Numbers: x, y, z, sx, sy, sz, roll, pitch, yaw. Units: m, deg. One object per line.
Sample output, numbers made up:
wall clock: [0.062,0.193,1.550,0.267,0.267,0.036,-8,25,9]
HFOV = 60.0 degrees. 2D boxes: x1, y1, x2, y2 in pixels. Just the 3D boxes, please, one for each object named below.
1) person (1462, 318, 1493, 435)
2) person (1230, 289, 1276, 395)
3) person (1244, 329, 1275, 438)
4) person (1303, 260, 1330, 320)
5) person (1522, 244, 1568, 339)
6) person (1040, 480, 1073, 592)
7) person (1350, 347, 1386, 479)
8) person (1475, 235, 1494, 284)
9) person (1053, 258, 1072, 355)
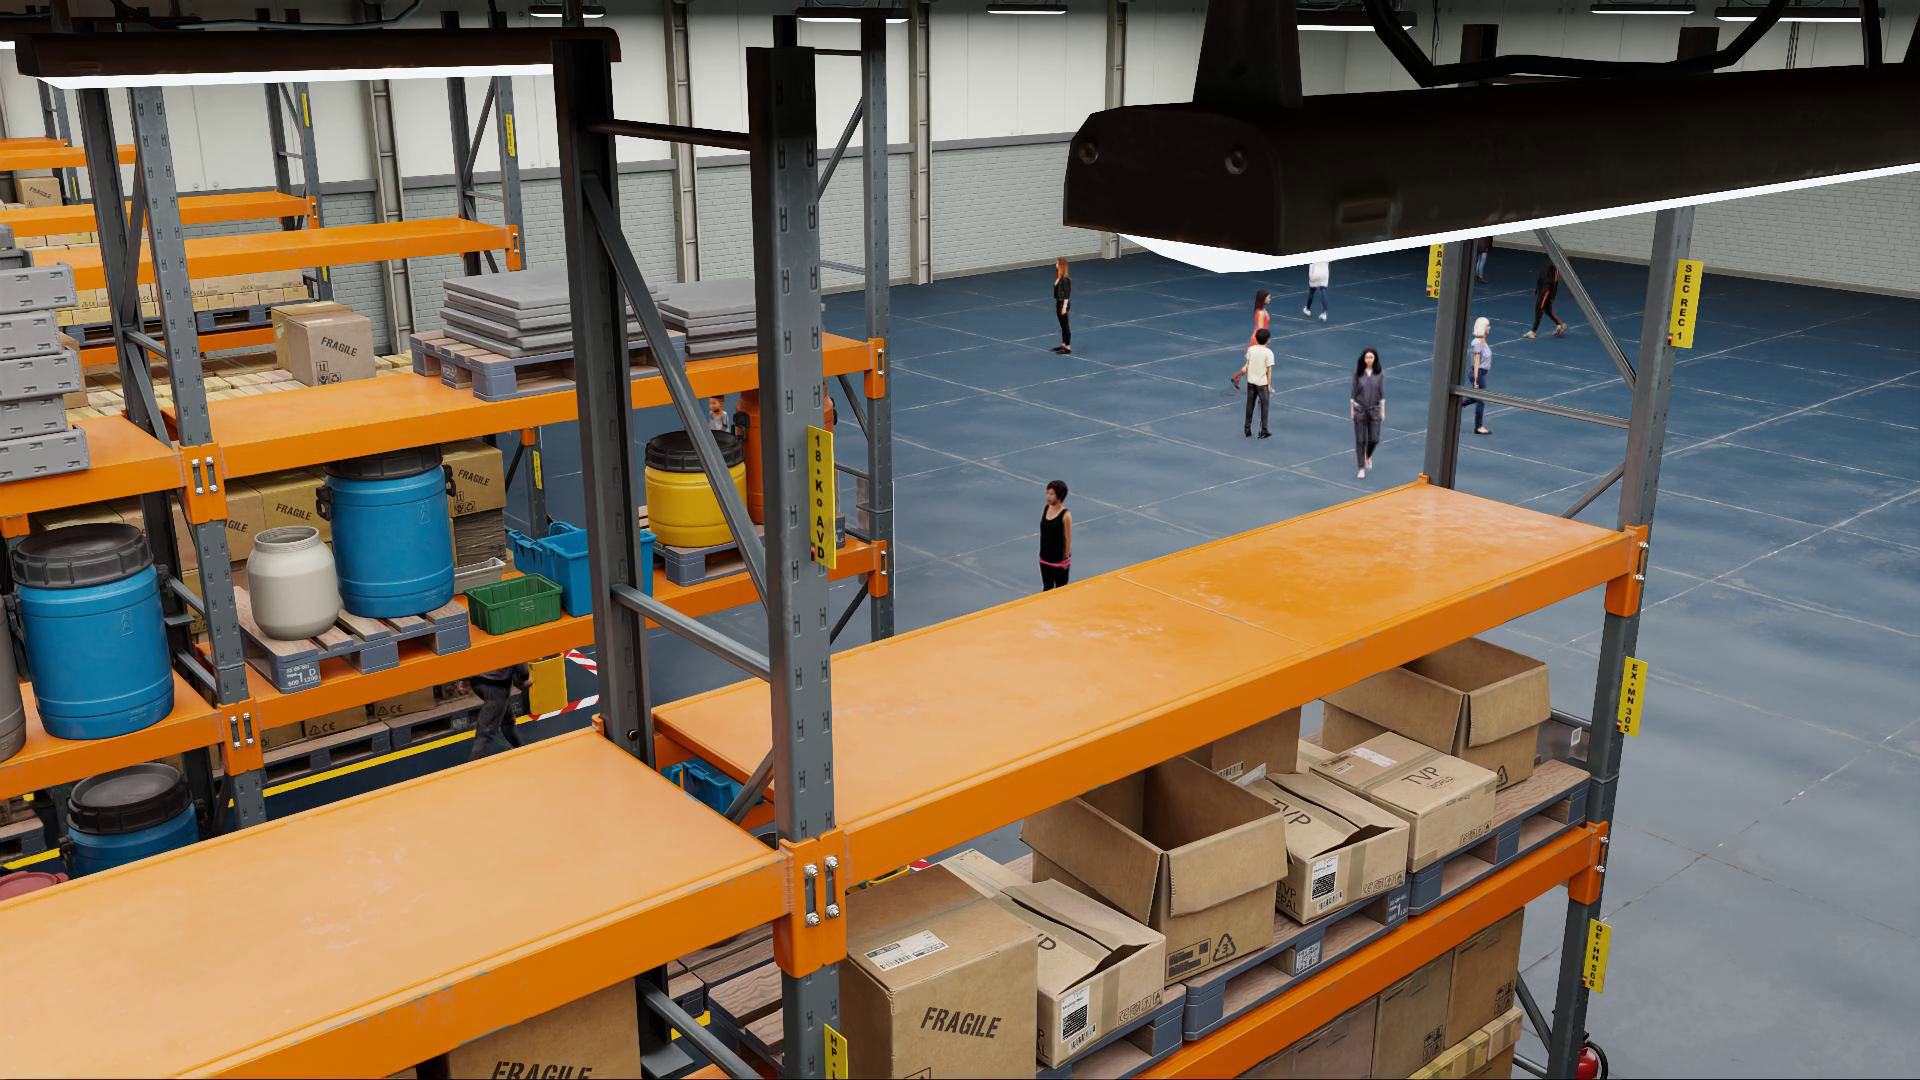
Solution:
person: [7.472,-2.391,24.264,0.883,1.704,0.969,8,20,24]
person: [4.709,-3.148,26.597,1.049,1.699,0.934,0,18,-1]
person: [4.312,-2.266,24.079,0.631,1.581,0.625,13,22,35]
person: [7.135,-5.183,32.799,1.166,1.728,1.065,-3,18,-10]
person: [11.046,-4.652,31.087,1.226,1.779,1.046,-2,18,-5]
person: [0.967,0.139,16.742,0.490,1.552,0.529,-14,23,-37]
person: [5.407,-1.715,22.117,0.783,1.748,0.841,3,18,9]
person: [11.761,-6.609,37.326,0.796,1.636,0.746,0,18,1]
person: [1.865,-4.207,29.832,0.713,1.710,0.693,-2,18,-6]
